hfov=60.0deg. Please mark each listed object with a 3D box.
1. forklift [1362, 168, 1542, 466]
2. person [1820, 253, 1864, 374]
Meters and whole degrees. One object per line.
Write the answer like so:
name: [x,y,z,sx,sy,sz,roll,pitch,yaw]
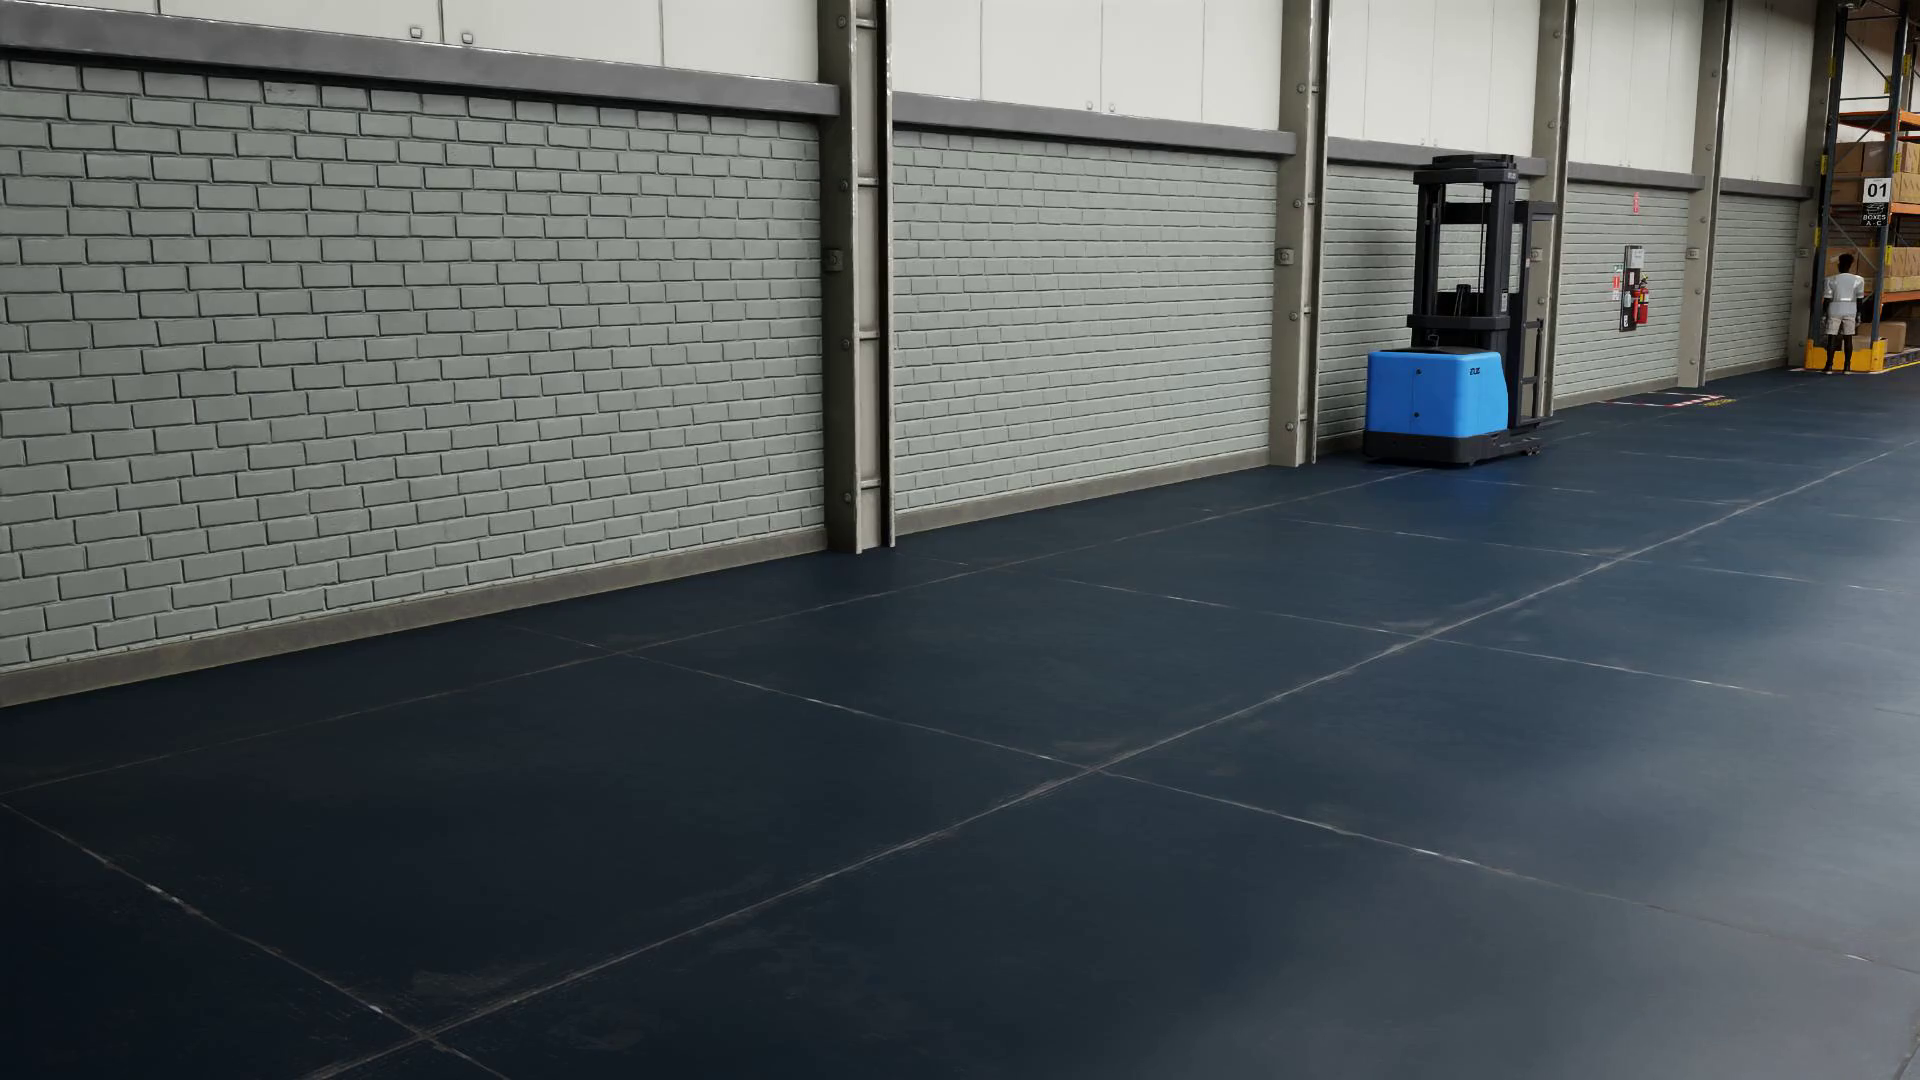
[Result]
forklift: [4.875,-2.212,16.287,1.129,2.768,1.873,8,13,40]
person: [14.439,-3.701,27.241,0.613,1.965,0.361,2,10,13]
